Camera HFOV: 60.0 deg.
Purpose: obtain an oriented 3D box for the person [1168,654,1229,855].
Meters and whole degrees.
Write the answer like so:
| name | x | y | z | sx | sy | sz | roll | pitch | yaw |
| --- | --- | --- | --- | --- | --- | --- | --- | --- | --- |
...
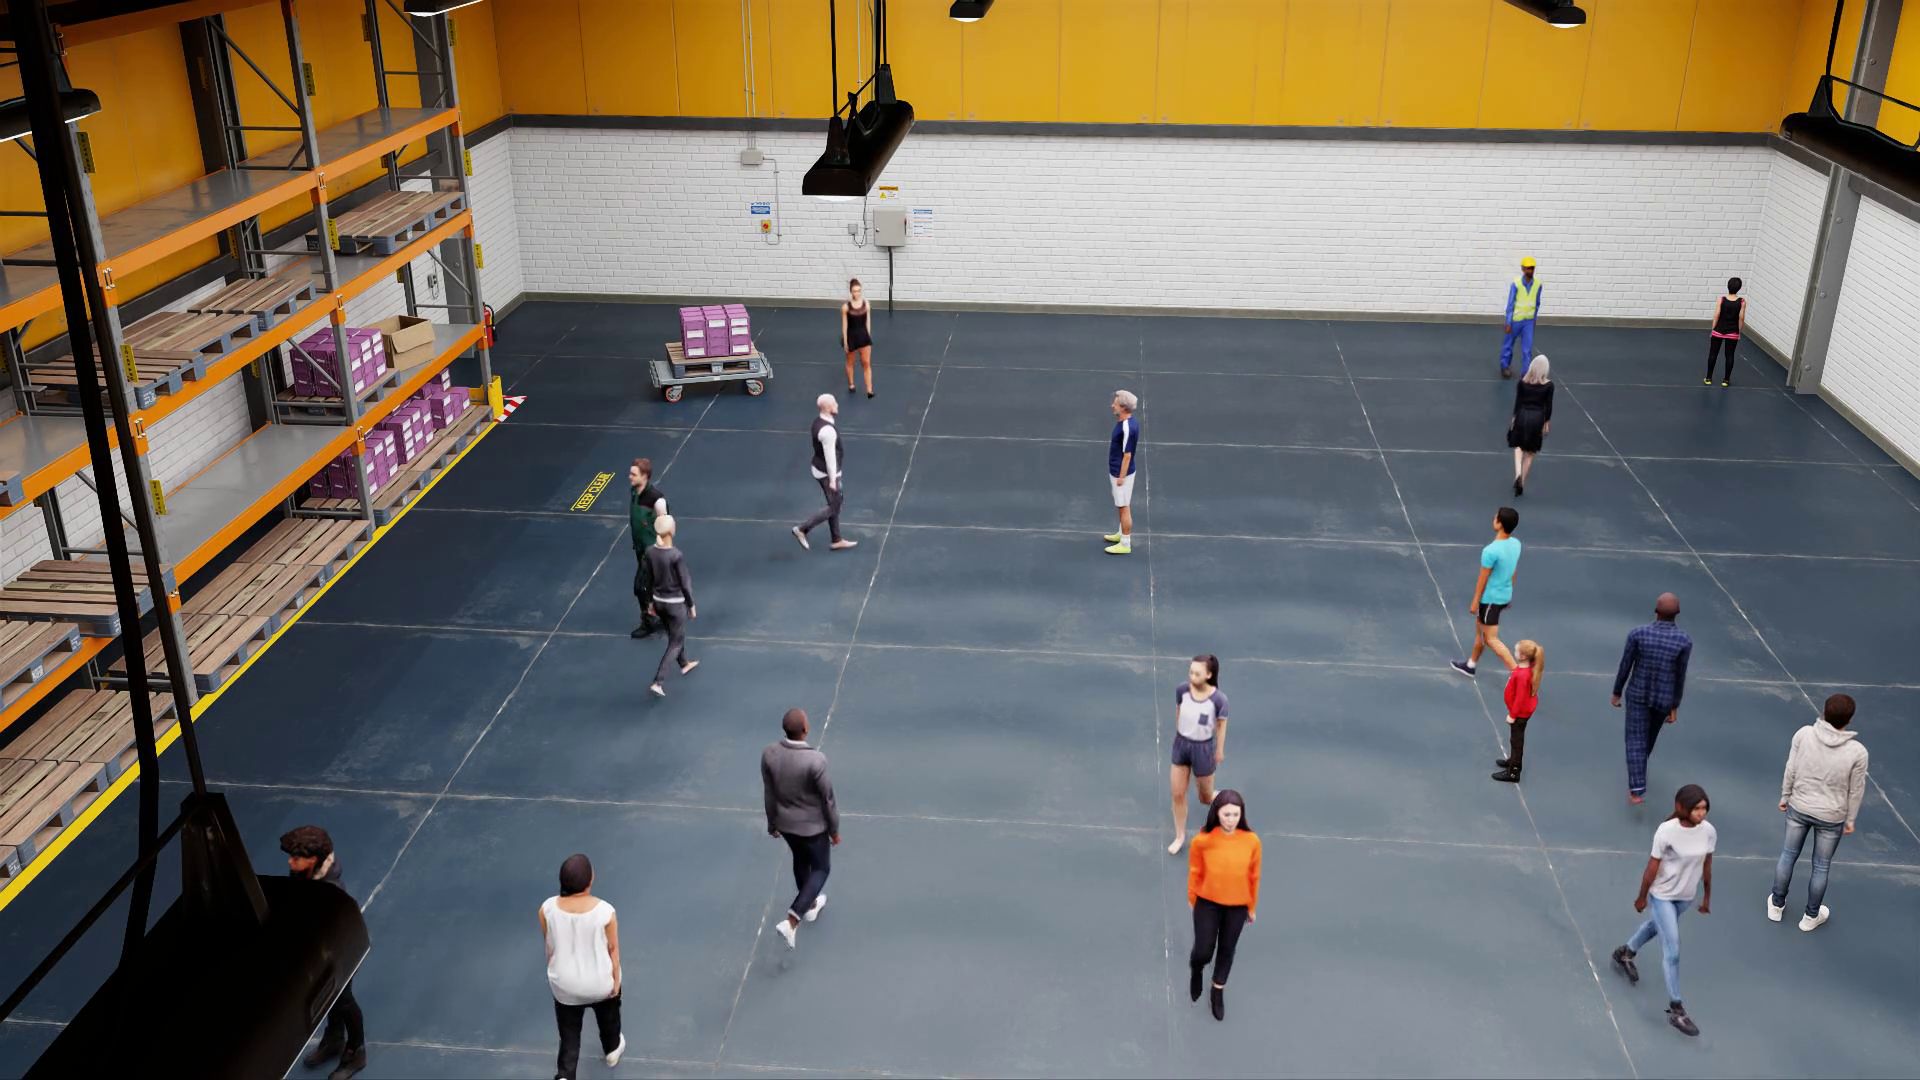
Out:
| name | x | y | z | sx | sy | sz | roll | pitch | yaw |
| --- | --- | --- | --- | --- | --- | --- | --- | --- | --- |
| person | 1.869 | 1.624 | 12.924 | 0.874 | 1.629 | 1.018 | 16 | 28 | 33 |

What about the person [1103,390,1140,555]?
| name | x | y | z | sx | sy | sz | roll | pitch | yaw |
| --- | --- | --- | --- | --- | --- | --- | --- | --- | --- |
| person | 1.774 | -0.756 | 18.109 | 0.692 | 1.839 | 0.489 | 1 | 24 | 3 |

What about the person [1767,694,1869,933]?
| name | x | y | z | sx | sy | sz | roll | pitch | yaw |
| --- | --- | --- | --- | --- | --- | --- | --- | --- | --- |
| person | 6.140 | 1.936 | 11.932 | 0.756 | 1.853 | 0.760 | 16 | 29 | 33 |

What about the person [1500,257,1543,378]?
| name | x | y | z | sx | sy | sz | roll | pitch | yaw |
| --- | --- | --- | --- | --- | --- | --- | --- | --- | --- |
| person | 7.928 | -3.131 | 23.624 | 0.828 | 1.771 | 1.209 | -2 | 24 | -5 |

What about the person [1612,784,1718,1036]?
| name | x | y | z | sx | sy | sz | roll | pitch | yaw |
| --- | --- | --- | --- | --- | --- | --- | --- | --- | --- |
| person | 4.728 | 2.366 | 11.168 | 0.891 | 1.676 | 1.221 | -7 | 24 | -15 |

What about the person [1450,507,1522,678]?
| name | x | y | z | sx | sy | sz | roll | pitch | yaw |
| --- | --- | --- | --- | --- | --- | --- | --- | --- | --- |
| person | 4.948 | 0.578 | 15.164 | 1.095 | 1.753 | 1.146 | -19 | 30 | -37 |

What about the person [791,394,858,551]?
| name | x | y | z | sx | sy | sz | roll | pitch | yaw |
| --- | --- | --- | --- | --- | --- | --- | --- | --- | --- |
| person | -1.498 | -0.691 | 17.998 | 0.981 | 1.807 | 1.038 | -7 | 25 | -17 |

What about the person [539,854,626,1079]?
| name | x | y | z | sx | sy | sz | roll | pitch | yaw |
| --- | --- | --- | --- | --- | --- | --- | --- | --- | --- |
| person | -2.368 | 2.731 | 10.350 | 0.650 | 1.664 | 0.996 | 2 | 24 | 4 |

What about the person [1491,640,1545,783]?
| name | x | y | z | sx | sy | sz | roll | pitch | yaw |
| --- | --- | --- | --- | --- | --- | --- | --- | --- | --- |
| person | 4.667 | 1.405 | 13.859 | 0.621 | 1.281 | 0.525 | 11 | 26 | 24 |

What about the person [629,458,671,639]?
| name | x | y | z | sx | sy | sz | roll | pitch | yaw |
| --- | --- | --- | --- | --- | --- | --- | --- | --- | --- |
| person | -2.960 | 0.050 | 16.286 | 0.955 | 1.821 | 0.896 | -18 | 29 | -35 |

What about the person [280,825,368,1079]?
| name | x | y | z | sx | sy | sz | roll | pitch | yaw |
| --- | --- | --- | --- | --- | --- | --- | --- | --- | --- |
| person | -3.992 | 2.571 | 10.577 | 0.766 | 1.775 | 0.808 | 19 | 30 | 36 |

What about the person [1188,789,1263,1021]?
| name | x | y | z | sx | sy | sz | roll | pitch | yaw |
| --- | --- | --- | --- | --- | --- | --- | --- | --- | --- |
| person | 1.726 | 2.375 | 11.068 | 0.650 | 1.741 | 0.674 | -1 | 24 | -2 |

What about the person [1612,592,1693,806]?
| name | x | y | z | sx | sy | sz | roll | pitch | yaw |
| --- | --- | --- | --- | --- | --- | --- | --- | --- | --- |
| person | 5.594 | 1.311 | 13.445 | 0.811 | 1.785 | 1.241 | 6 | 24 | 13 |

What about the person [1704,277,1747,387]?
| name | x | y | z | sx | sy | sz | roll | pitch | yaw |
| --- | --- | --- | --- | --- | --- | --- | --- | --- | --- |
| person | 10.825 | -2.957 | 23.500 | 0.604 | 1.553 | 0.591 | 10 | 25 | 21 |

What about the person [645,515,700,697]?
| name | x | y | z | sx | sy | sz | roll | pitch | yaw |
| --- | --- | --- | --- | --- | --- | --- | --- | --- | --- |
| person | -2.683 | 0.605 | 15.173 | 0.889 | 1.695 | 1.156 | 12 | 26 | 25 |

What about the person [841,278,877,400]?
| name | x | y | z | sx | sy | sz | roll | pitch | yaw |
| --- | --- | --- | --- | --- | --- | --- | --- | --- | --- |
| person | -1.459 | -2.789 | 23.013 | 0.856 | 1.634 | 1.156 | -7 | 25 | -16 |

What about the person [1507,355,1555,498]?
| name | x | y | z | sx | sy | sz | roll | pitch | yaw |
| --- | --- | --- | --- | --- | --- | --- | --- | --- | --- |
| person | 6.666 | -1.306 | 19.496 | 0.715 | 1.735 | 0.753 | 9 | 25 | 19 |

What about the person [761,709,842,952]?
| name | x | y | z | sx | sy | sz | roll | pitch | yaw |
| --- | --- | --- | --- | --- | --- | --- | --- | --- | --- |
| person | -1.142 | 2.047 | 11.744 | 0.941 | 1.800 | 1.116 | 11 | 26 | 23 |
